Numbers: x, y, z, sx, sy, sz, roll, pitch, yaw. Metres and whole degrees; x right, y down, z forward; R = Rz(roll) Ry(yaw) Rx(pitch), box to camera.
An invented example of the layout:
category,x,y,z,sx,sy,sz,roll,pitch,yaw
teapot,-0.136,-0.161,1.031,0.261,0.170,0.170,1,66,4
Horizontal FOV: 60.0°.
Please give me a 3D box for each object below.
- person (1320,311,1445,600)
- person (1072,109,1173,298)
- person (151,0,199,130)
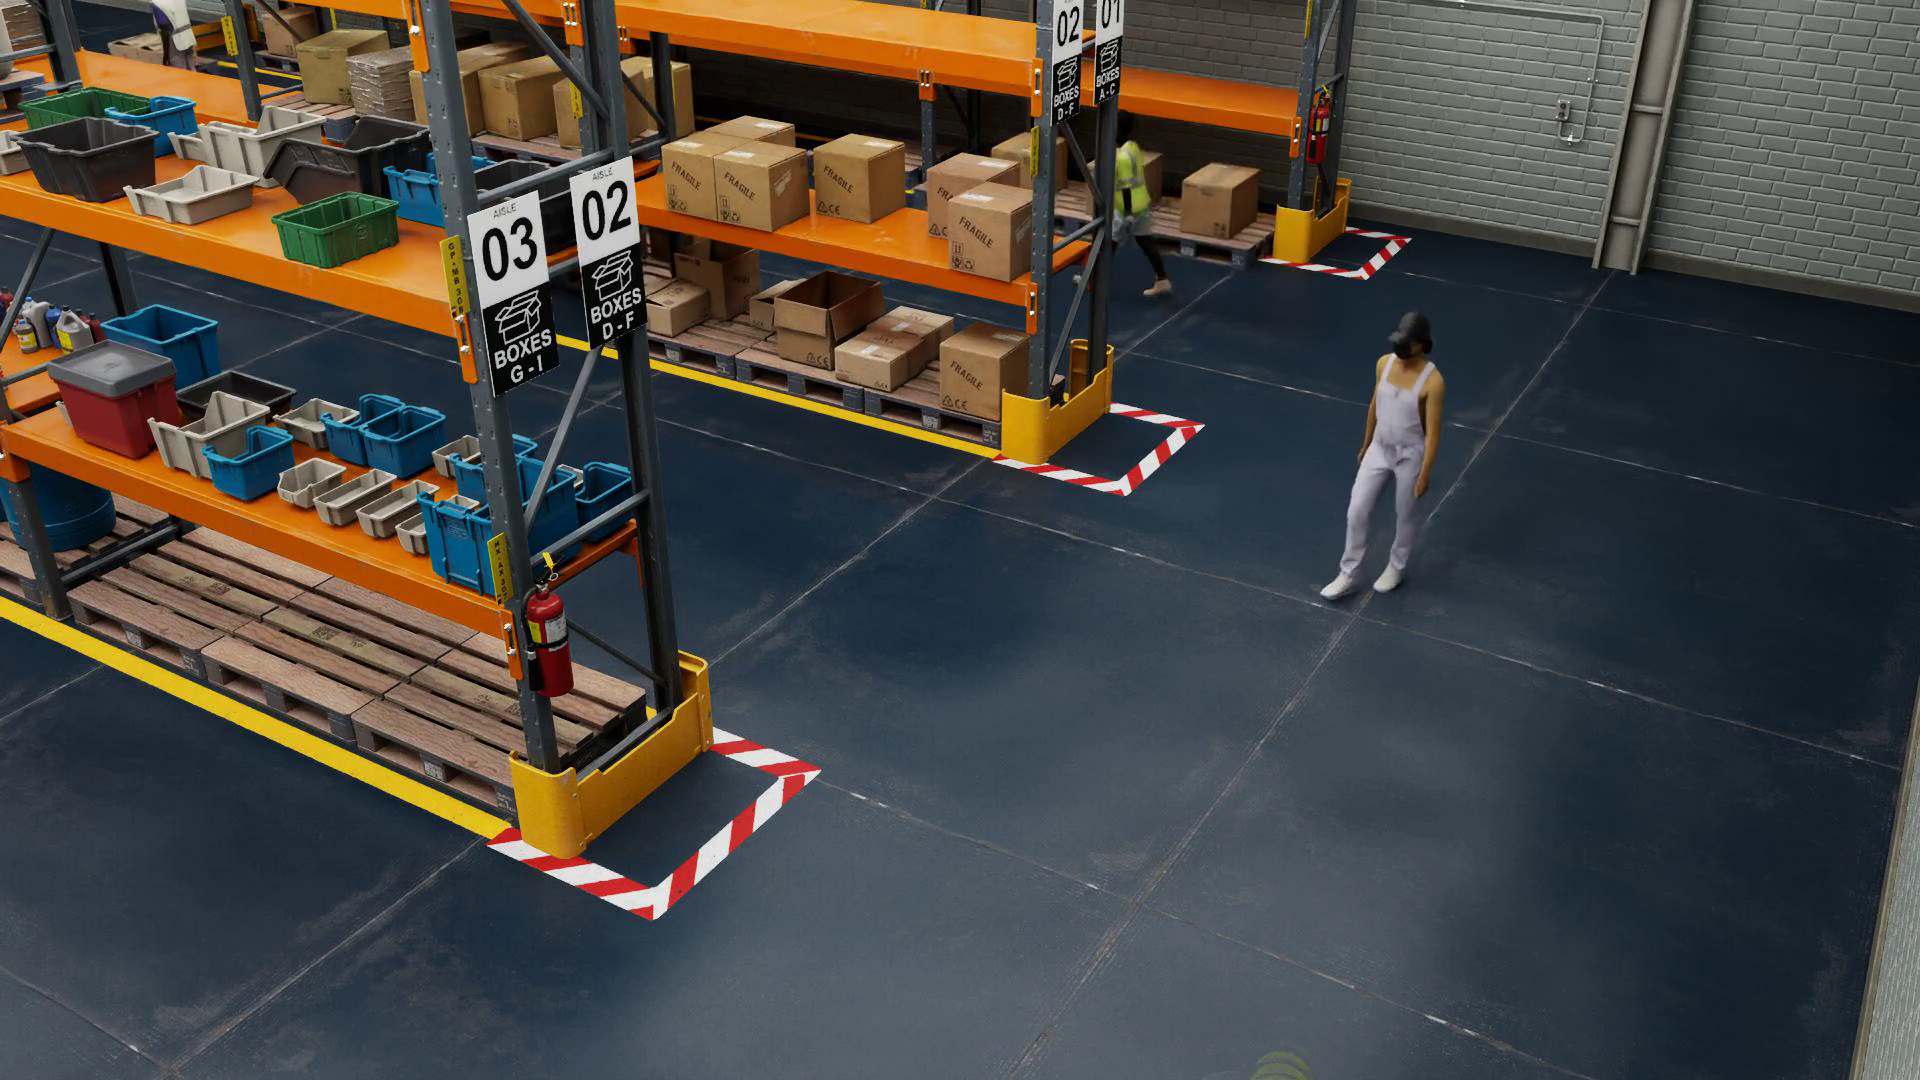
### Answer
category,x,y,z,sx,sy,sz,roll,pitch,yaw
person,2.514,-0.458,9.835,0.549,1.838,0.772,26,38,38
person,1.458,-2.886,14.383,0.895,1.638,0.562,10,31,17
person,-9.005,-5.661,19.175,0.373,1.840,0.568,3,29,6
